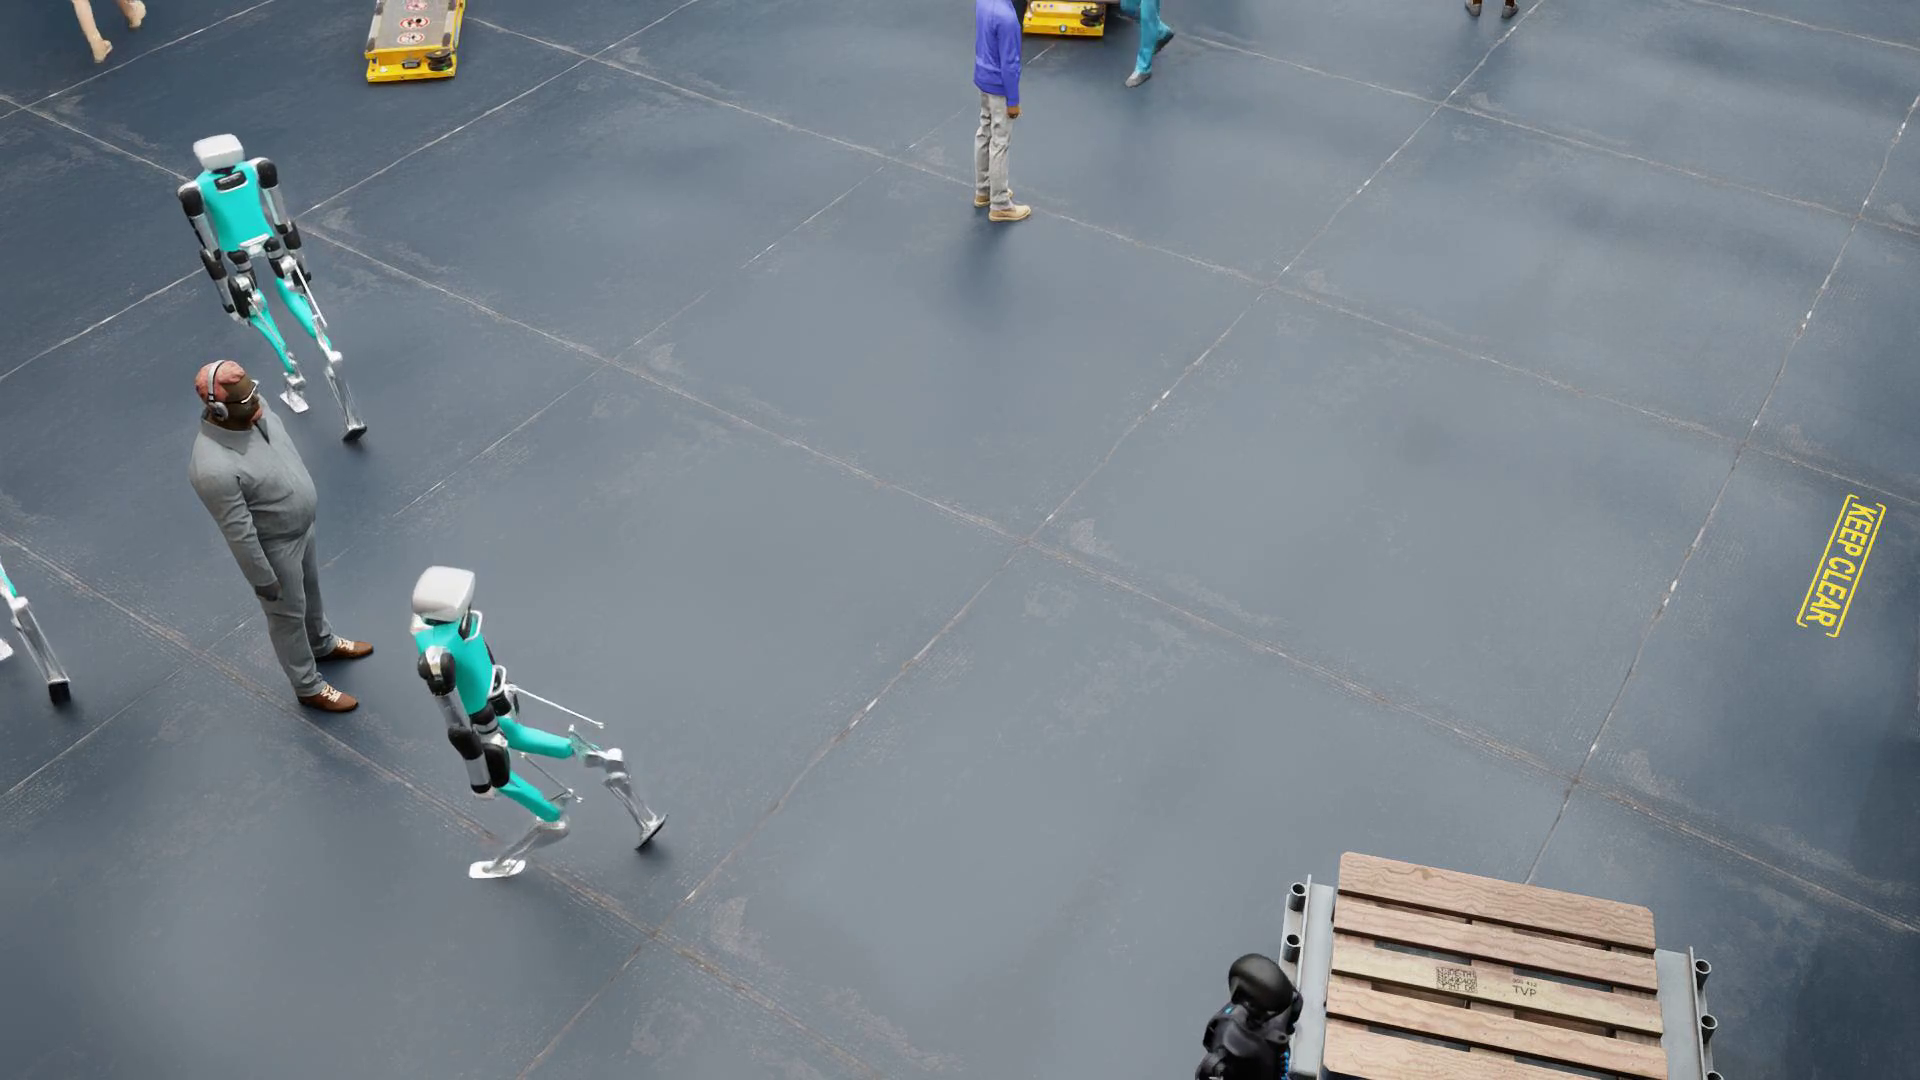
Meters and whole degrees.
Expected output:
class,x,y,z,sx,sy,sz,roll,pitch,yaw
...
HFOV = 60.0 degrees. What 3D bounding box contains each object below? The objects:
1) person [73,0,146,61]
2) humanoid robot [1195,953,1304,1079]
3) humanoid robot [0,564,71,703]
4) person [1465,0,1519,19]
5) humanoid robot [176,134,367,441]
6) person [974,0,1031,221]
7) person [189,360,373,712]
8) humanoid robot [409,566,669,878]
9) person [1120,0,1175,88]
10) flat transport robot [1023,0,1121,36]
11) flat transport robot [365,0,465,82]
class,x,y,z,sx,sy,sz,roll,pitch,yaw
person,-6.841,-4.706,12.965,0.480,1.707,0.850,-6,42,-6
humanoid robot,0.900,1.943,5.591,0.795,1.627,0.600,32,51,31
humanoid robot,-4.582,0.048,7.633,0.948,1.765,0.548,33,52,32
person,4.419,-5.113,13.245,0.548,1.943,0.419,9,43,10
humanoid robot,-3.679,-1.269,9.120,0.530,1.768,0.979,-32,51,-31
person,0.274,-2.993,10.932,0.357,1.867,0.459,-16,44,-17
person,-3.094,-0.022,7.577,0.412,1.907,0.646,-2,42,-2
humanoid robot,-1.650,0.799,6.815,1.012,1.778,0.530,-3,42,-4
person,1.467,-4.339,12.472,0.516,1.821,0.608,-21,46,-22
flat transport robot,0.911,-4.625,13.955,0.659,0.231,1.431,4,42,5
flat transport robot,-4.361,-4.085,13.351,0.659,0.231,1.431,-6,42,-7
